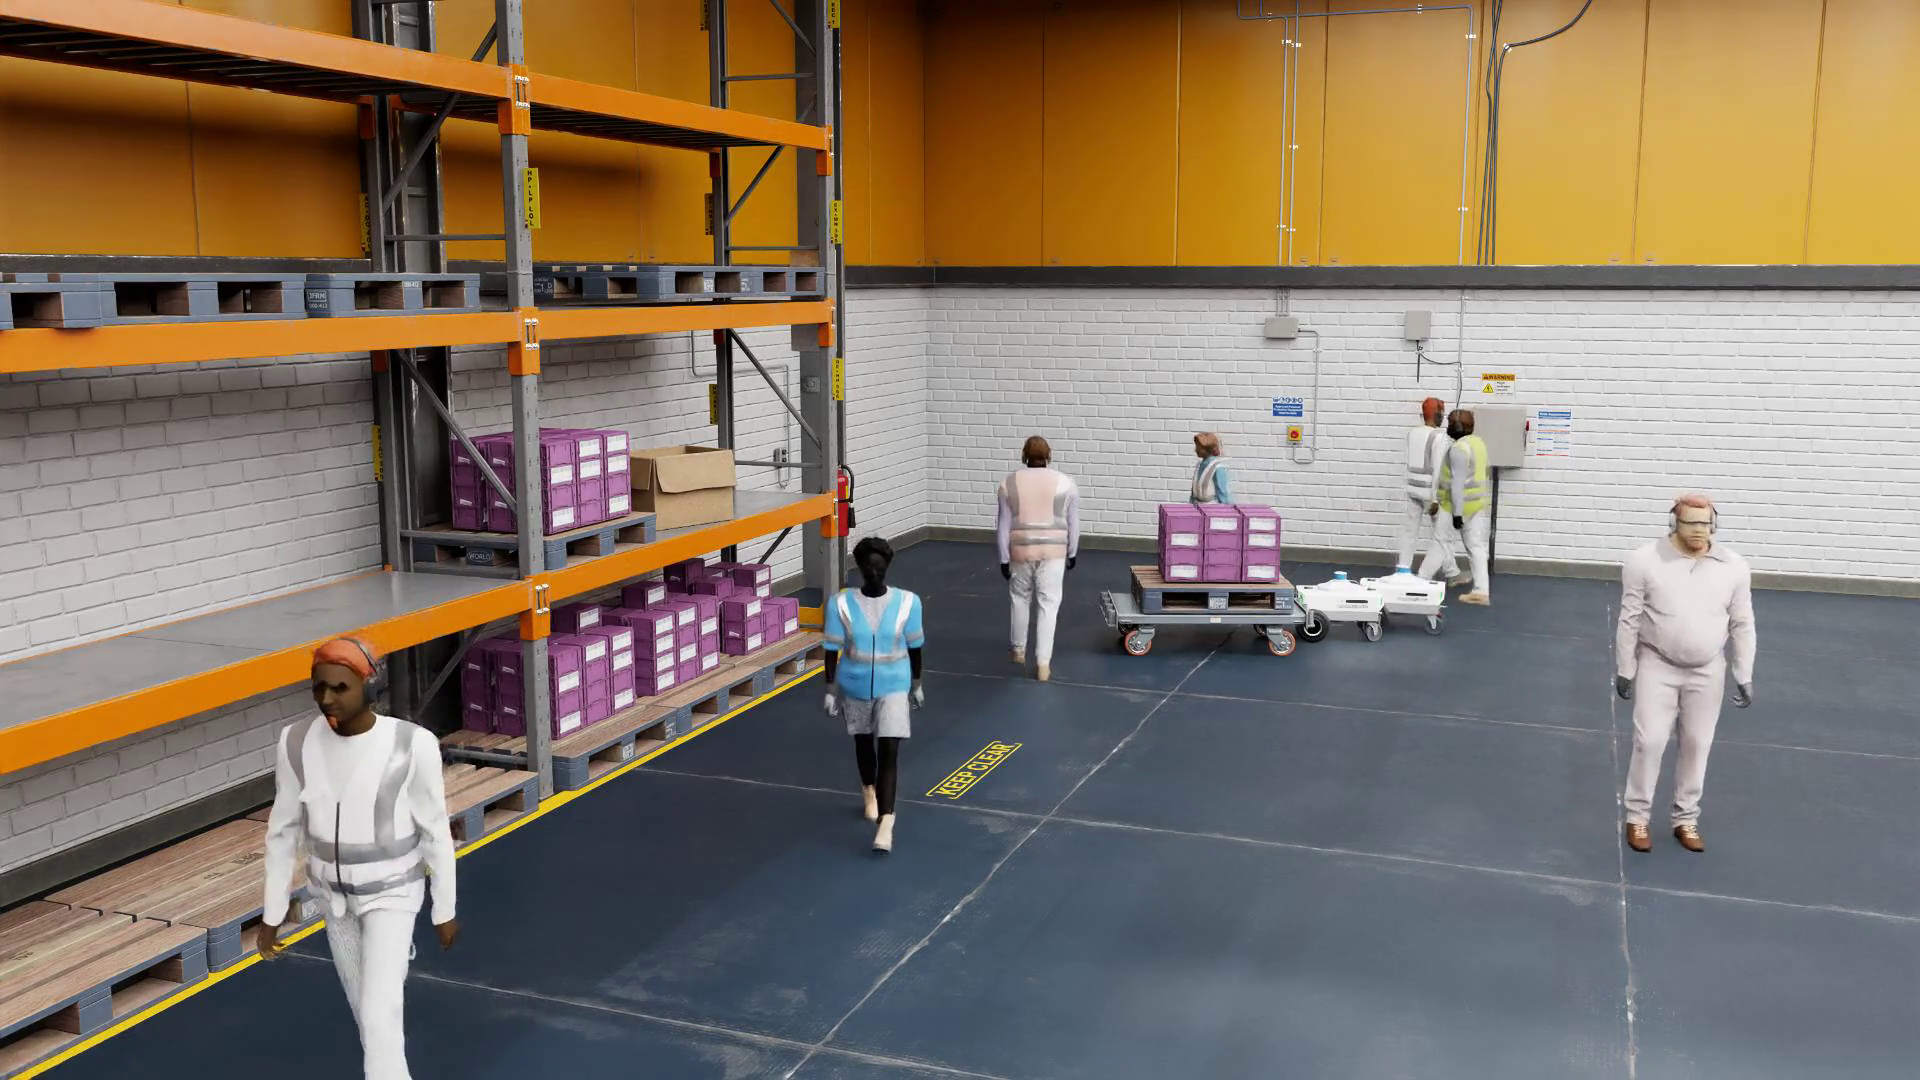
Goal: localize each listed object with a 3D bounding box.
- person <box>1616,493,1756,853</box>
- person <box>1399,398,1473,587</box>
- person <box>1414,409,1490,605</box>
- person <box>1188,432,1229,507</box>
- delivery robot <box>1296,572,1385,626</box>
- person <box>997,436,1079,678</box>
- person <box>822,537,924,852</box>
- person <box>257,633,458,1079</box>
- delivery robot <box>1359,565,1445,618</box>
[{"bbox_3d":[3.823,0.697,8.785,0.668,1.899,0.457,1,9,8],"label":"person"},{"bbox_3d":[4.607,-0.452,16.124,0.827,1.853,0.585,-4,10,-24],"label":"person"},{"bbox_3d":[4.536,-0.317,15.431,0.877,1.797,0.653,7,12,39],"label":"person"},{"bbox_3d":[2.200,-0.175,15.186,0.799,1.601,0.523,-2,9,-12],"label":"person"},{"bbox_3d":[3.171,0.508,13.882,0.707,0.478,0.477,1,9,7],"label":"delivery robot"},{"bbox_3d":[0.600,0.105,12.766,0.620,1.808,0.909,1,9,5],"label":"person"},{"bbox_3d":[-0.467,0.794,8.935,0.544,1.646,0.897,0,9,1],"label":"person"},{"bbox_3d":[-2.026,1.242,5.482,0.595,1.853,0.807,2,9,14],"label":"person"},{"bbox_3d":[3.776,0.458,14.198,0.707,0.478,0.477,3,9,16],"label":"delivery robot"}]
